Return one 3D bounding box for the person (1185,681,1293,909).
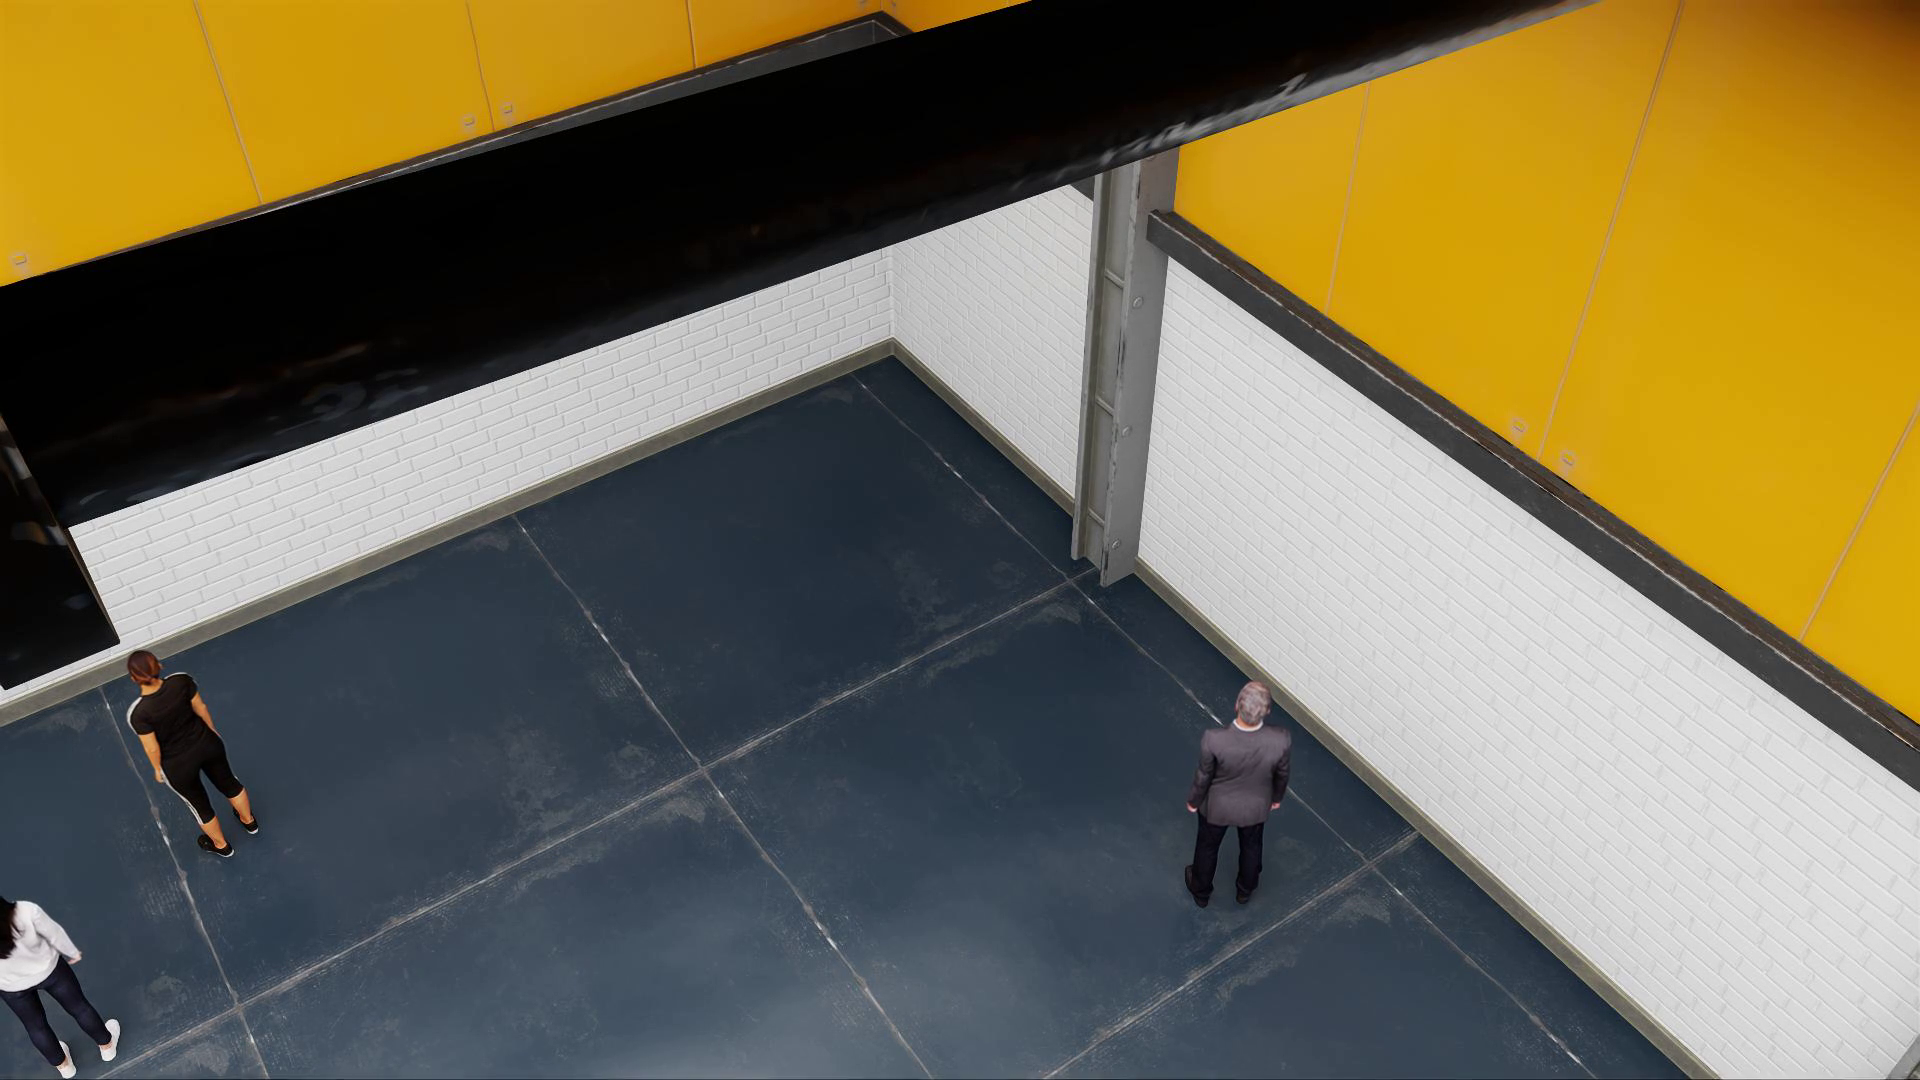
[{"bbox_3d":[1.563,1.449,9.439,0.807,1.840,0.798,-2,44,-2],"label":"person"}]

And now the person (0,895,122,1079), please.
[{"bbox_3d":[-4.869,2.262,8.688,0.639,1.701,0.583,-21,47,-20],"label":"person"}]

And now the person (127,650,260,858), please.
[{"bbox_3d":[-4.543,1.244,9.779,0.618,1.669,0.644,24,49,23],"label":"person"}]
